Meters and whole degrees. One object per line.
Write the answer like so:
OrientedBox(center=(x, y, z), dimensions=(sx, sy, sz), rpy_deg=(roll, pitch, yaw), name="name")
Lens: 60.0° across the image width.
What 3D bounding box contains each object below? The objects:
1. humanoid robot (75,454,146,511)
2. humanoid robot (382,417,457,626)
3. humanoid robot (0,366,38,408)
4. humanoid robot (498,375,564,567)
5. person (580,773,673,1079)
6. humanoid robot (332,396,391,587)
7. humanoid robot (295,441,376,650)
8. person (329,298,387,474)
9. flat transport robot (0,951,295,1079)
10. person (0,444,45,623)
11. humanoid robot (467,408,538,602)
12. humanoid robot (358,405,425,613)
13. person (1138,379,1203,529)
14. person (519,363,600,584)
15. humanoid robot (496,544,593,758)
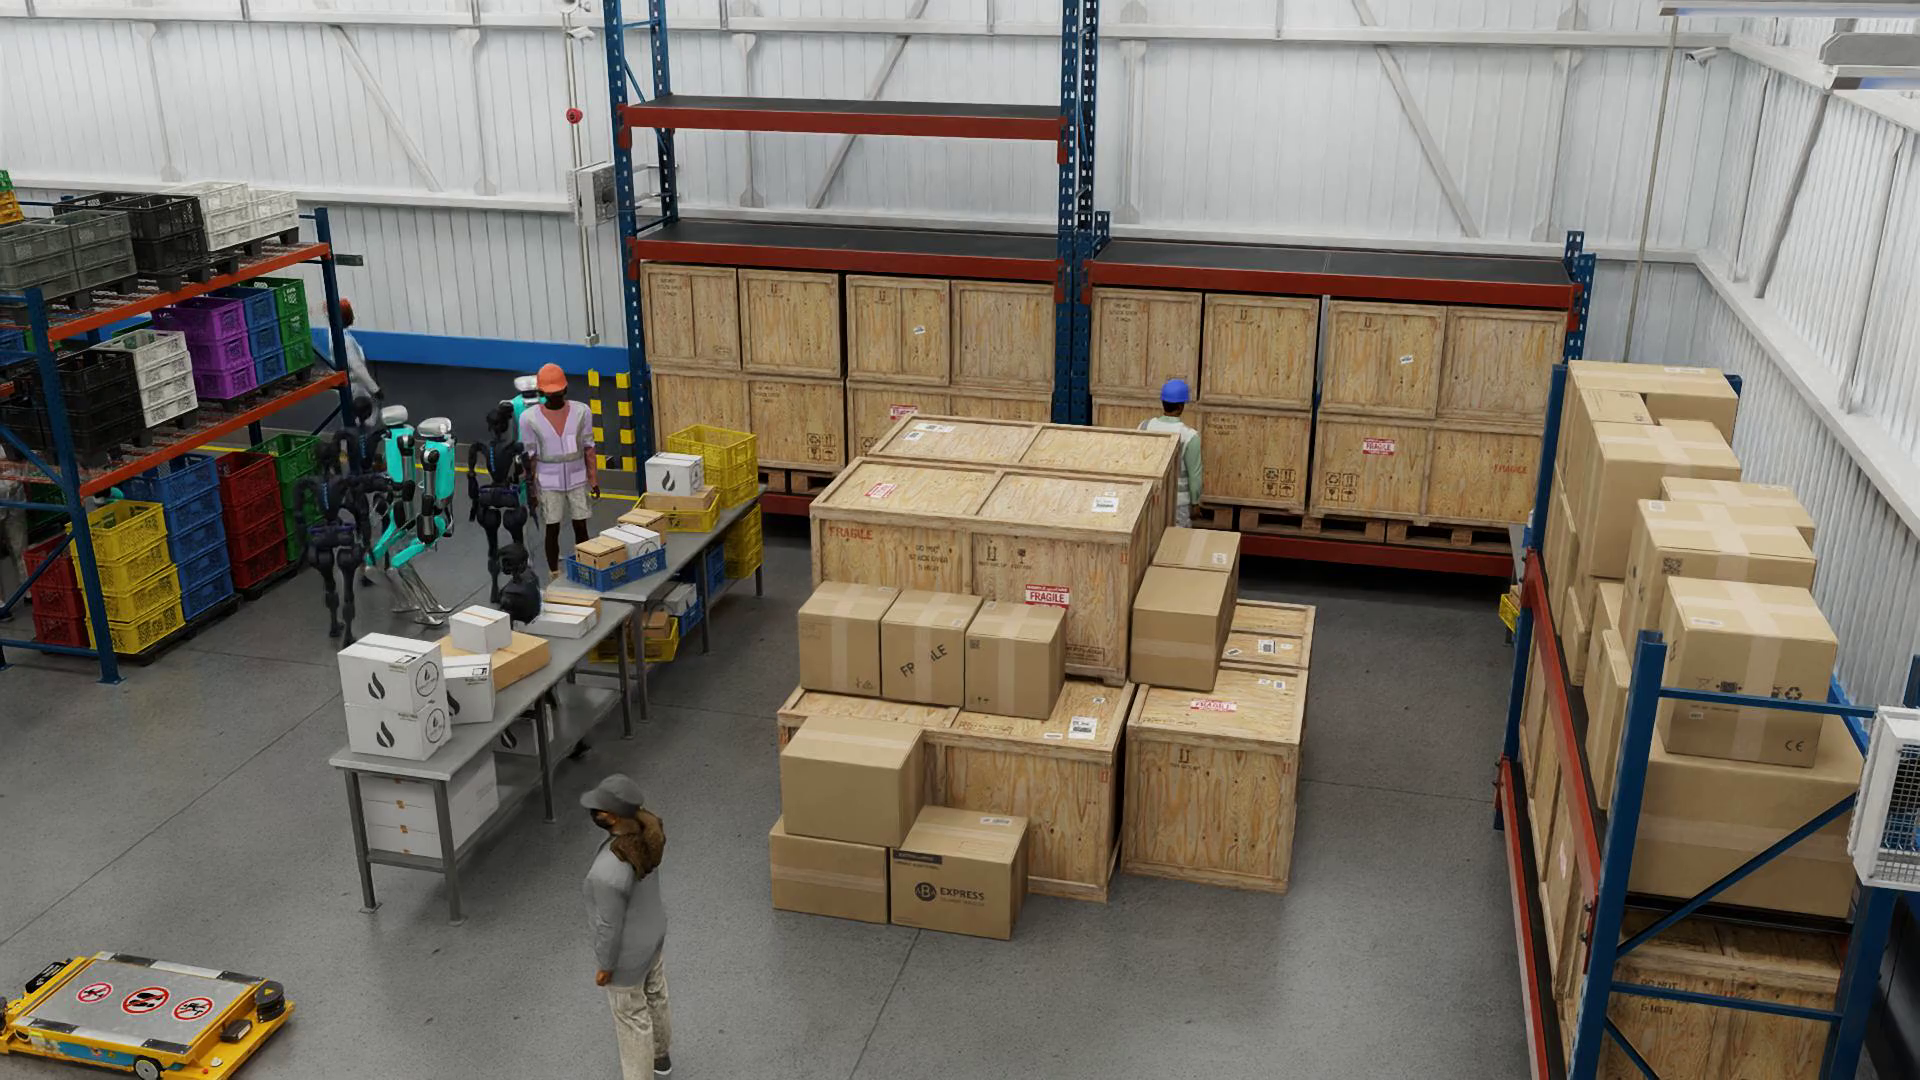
OrientedBox(center=(-7.198, -0.528, 14.340), dimensions=(0.883, 1.758, 0.591), rpy_deg=(-9, 23, -23), name="humanoid robot")
OrientedBox(center=(-4.339, -0.156, 13.262), dimensions=(0.749, 1.689, 0.530), rpy_deg=(1, 21, 3), name="humanoid robot")
OrientedBox(center=(-10.108, -1.803, 17.838), dimensions=(0.530, 1.875, 0.773), rpy_deg=(2, 21, 4), name="humanoid robot")
OrientedBox(center=(-3.768, -0.646, 14.646), dimensions=(0.537, 1.753, 0.701), rpy_deg=(-9, 23, -22), name="humanoid robot")
OrientedBox(center=(-1.565, 1.910, 7.947), dimensions=(0.400, 1.769, 0.563), rpy_deg=(4, 21, 10), name="person")
OrientedBox(center=(-5.047, -0.424, 14.172), dimensions=(0.592, 1.662, 0.389), rpy_deg=(-6, 22, -16), name="humanoid robot")
OrientedBox(center=(-4.890, 0.041, 12.988), dimensions=(0.589, 1.638, 0.562), rpy_deg=(-4, 21, -10), name="humanoid robot")
OrientedBox(center=(-6.097, -1.559, 16.875), dimensions=(0.464, 1.870, 0.605), rpy_deg=(-9, 23, -23), name="person")
OrientedBox(center=(-4.270, 2.464, 8.601), dimensions=(1.431, 0.231, 0.659), rpy_deg=(5, 22, 13), name="flat transport robot")
OrientedBox(center=(-7.809, -0.249, 13.506), dimensions=(0.404, 1.833, 0.589), rpy_deg=(13, 25, 31), name="person")
OrientedBox(center=(-3.812, -0.285, 13.818), dimensions=(0.608, 1.648, 0.342), rpy_deg=(2, 21, 5), name="humanoid robot")
OrientedBox(center=(-4.682, -0.195, 13.446), dimensions=(0.678, 1.761, 0.541), rpy_deg=(-12, 24, -29), name="humanoid robot")
OrientedBox(center=(1.722, -0.371, 13.665), dimensions=(0.603, 1.948, 0.381), rpy_deg=(17, 27, 37), name="person")
OrientedBox(center=(-3.305, -0.487, 13.841), dimensions=(0.606, 2.042, 0.379), rpy_deg=(-9, 23, -22), name="person")
OrientedBox(center=(-2.857, 0.771, 11.129), dimensions=(0.722, 1.631, 0.612), rpy_deg=(3, 21, 8), name="humanoid robot")
